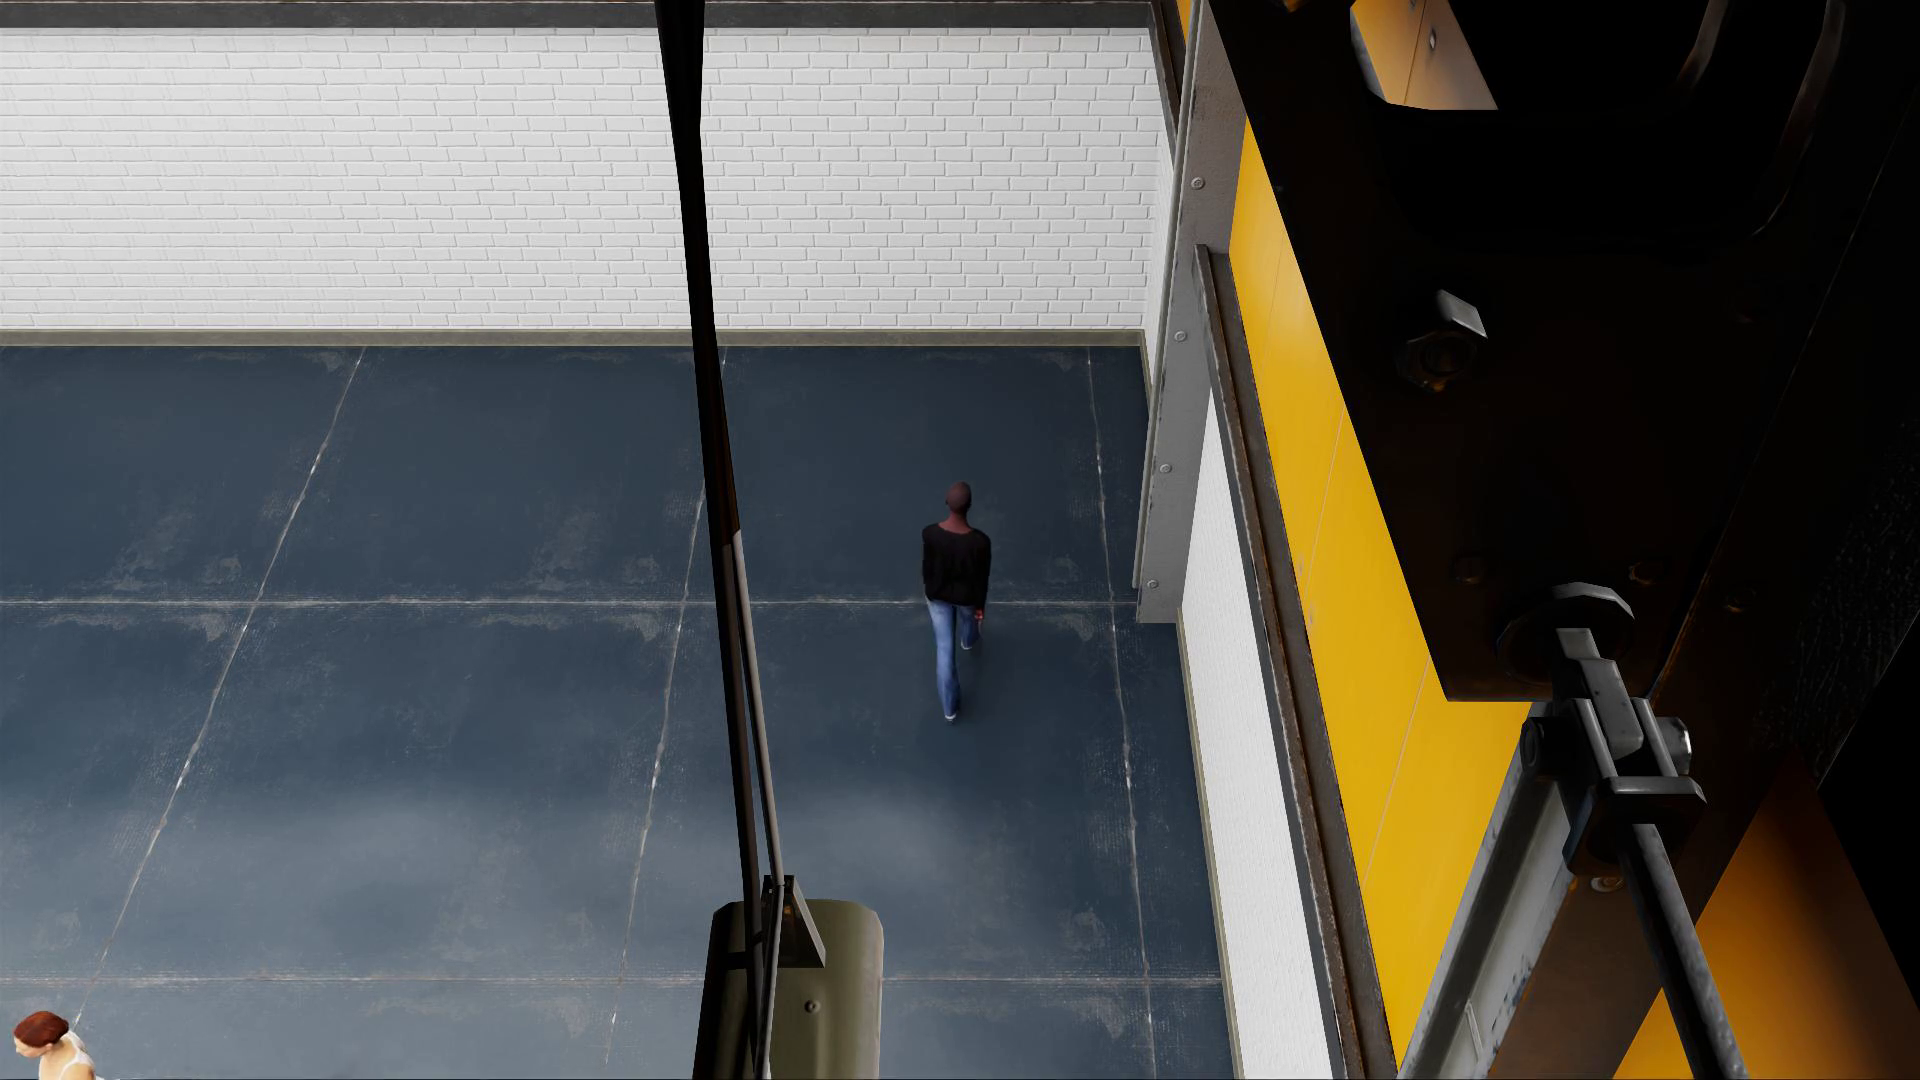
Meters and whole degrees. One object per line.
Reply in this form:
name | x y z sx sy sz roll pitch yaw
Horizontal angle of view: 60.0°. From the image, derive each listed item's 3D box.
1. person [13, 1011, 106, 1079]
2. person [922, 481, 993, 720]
person | -4.119 2.719 8.079 0.958 1.628 0.906 -34 53 -31
person | -0.049 0.417 10.443 0.702 1.700 1.138 4 44 5
